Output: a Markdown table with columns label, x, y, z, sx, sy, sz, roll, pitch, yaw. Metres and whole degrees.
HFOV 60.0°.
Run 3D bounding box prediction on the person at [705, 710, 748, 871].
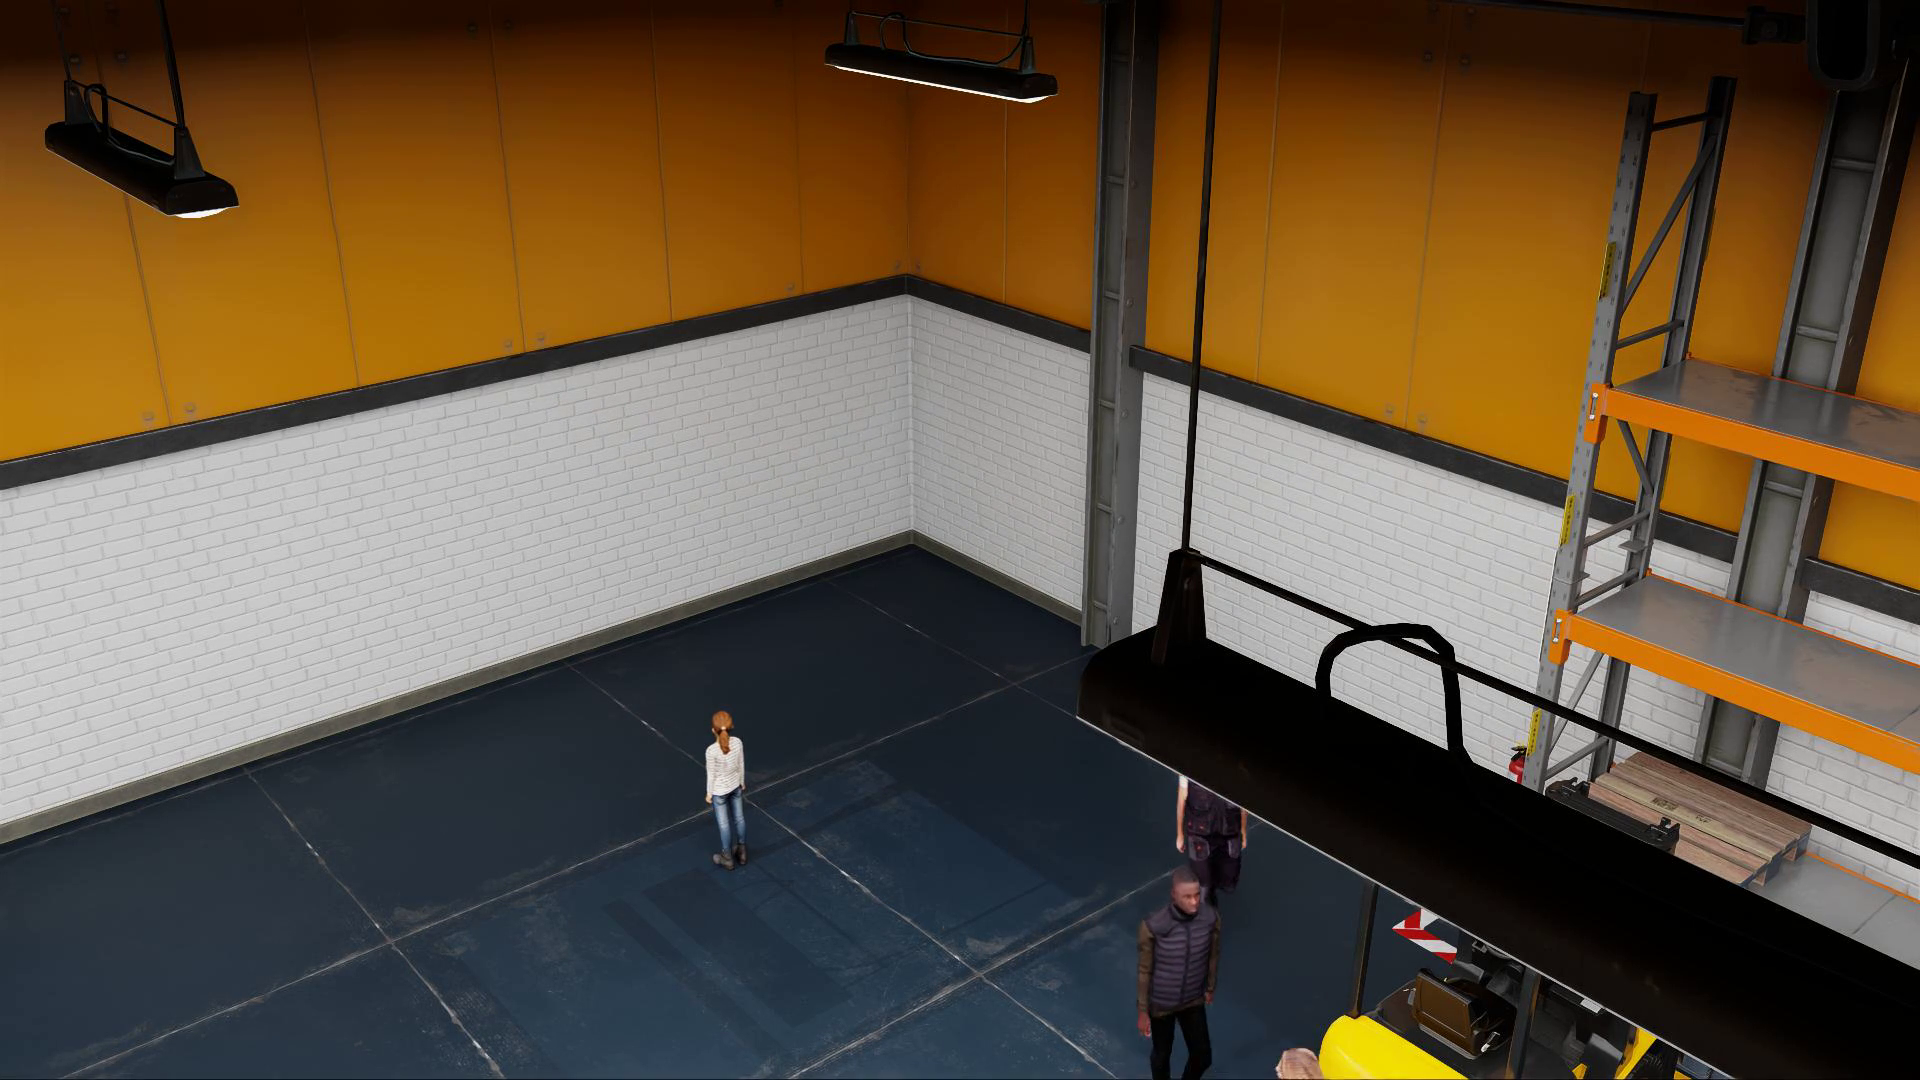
| label | x | y | z | sx | sy | sz | roll | pitch | yaw |
| --- | --- | --- | --- | --- | --- | --- | --- | --- | --- |
| person | -1.765 | 1.887 | 12.581 | 0.481 | 1.316 | 0.481 | -17 | 29 | -34 |

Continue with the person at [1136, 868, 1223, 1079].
| label | x | y | z | sx | sy | sz | roll | pitch | yaw |
| --- | --- | --- | --- | --- | --- | --- | --- | --- | --- |
| person | 1.267 | 2.720 | 10.036 | 0.825 | 1.826 | 0.827 | -4 | 24 | -10 |
